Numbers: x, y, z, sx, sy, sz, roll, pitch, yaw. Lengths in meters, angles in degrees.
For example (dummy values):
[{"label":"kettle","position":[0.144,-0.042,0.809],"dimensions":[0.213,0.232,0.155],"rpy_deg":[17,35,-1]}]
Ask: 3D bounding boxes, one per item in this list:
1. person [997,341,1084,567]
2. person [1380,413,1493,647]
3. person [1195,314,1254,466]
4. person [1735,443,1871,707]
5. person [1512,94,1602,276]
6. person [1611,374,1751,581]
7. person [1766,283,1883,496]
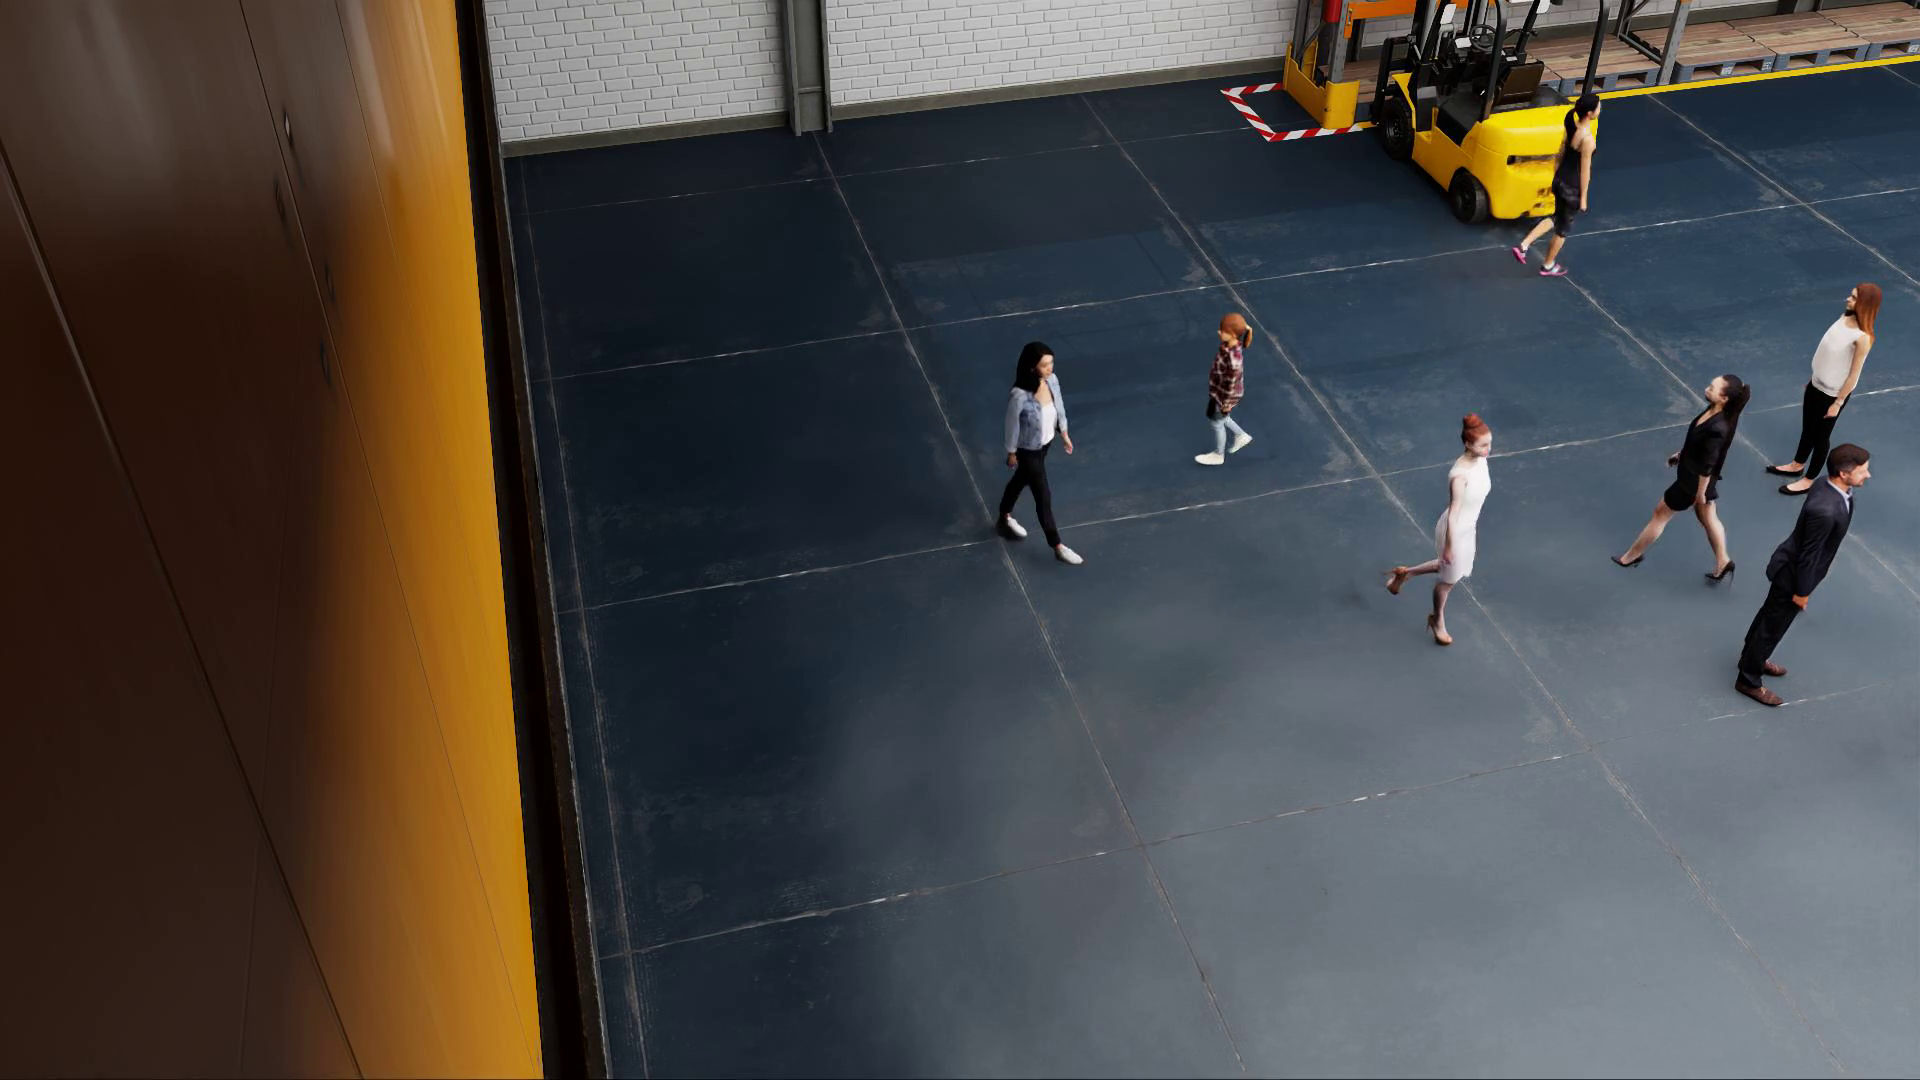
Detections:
[{"label":"person","position":[0.442,-0.665,11.562],"dimensions":[1.049,1.673,1.058],"rpy_deg":[25,45,28]},{"label":"person","position":[3.115,-0.066,10.727],"dimensions":[0.863,1.779,0.855],"rpy_deg":[30,47,32]},{"label":"person","position":[2.046,-1.122,12.434],"dimensions":[0.718,1.297,0.626],"rpy_deg":[1,39,1]},{"label":"person","position":[5.225,0.185,10.341],"dimensions":[0.791,1.868,0.741],"rpy_deg":[18,42,21]},{"label":"person","position":[5.226,-3.064,14.532],"dimensions":[0.795,1.714,0.611],"rpy_deg":[-6,39,-7]},{"label":"person","position":[5.066,-0.375,11.211],"dimensions":[1.092,1.657,1.014],"rpy_deg":[18,42,21]},{"label":"person","position":[6.319,-1.101,12.068],"dimensions":[0.592,1.722,0.638],"rpy_deg":[1,39,1]}]
